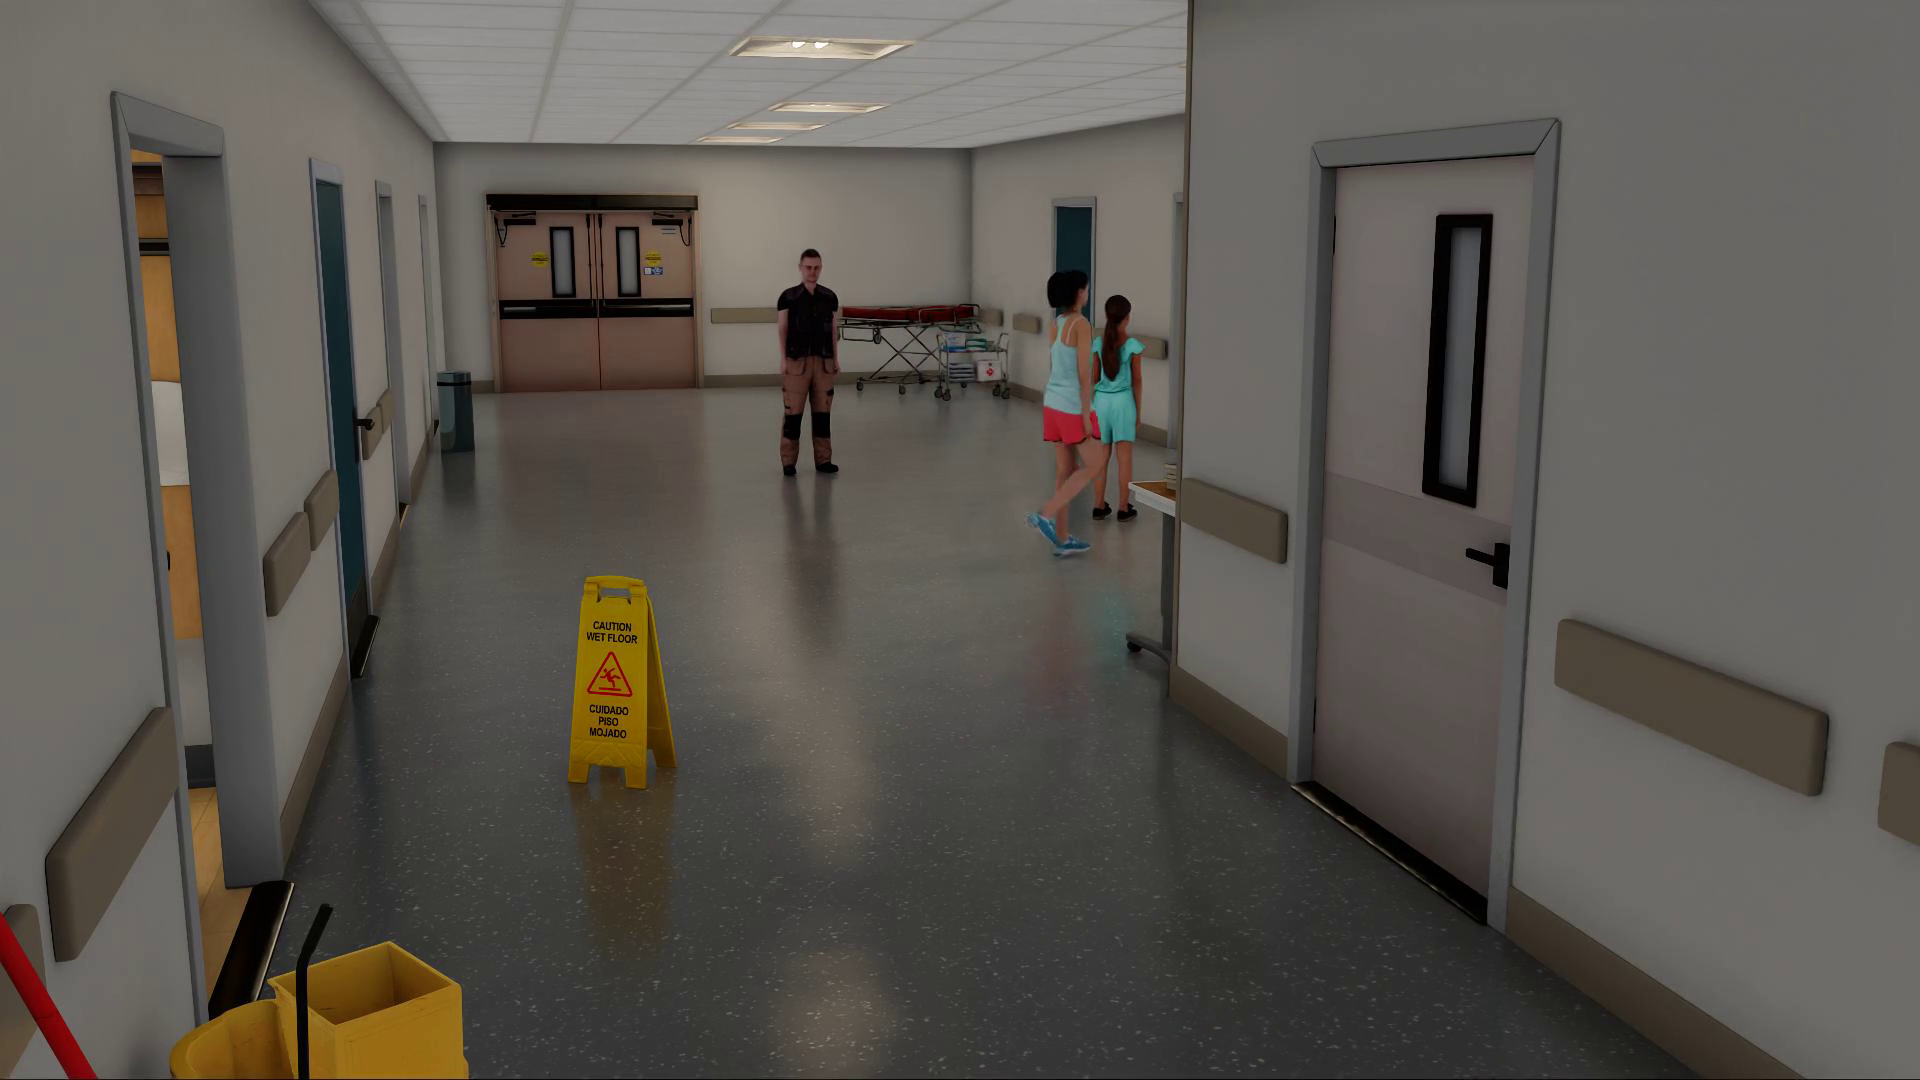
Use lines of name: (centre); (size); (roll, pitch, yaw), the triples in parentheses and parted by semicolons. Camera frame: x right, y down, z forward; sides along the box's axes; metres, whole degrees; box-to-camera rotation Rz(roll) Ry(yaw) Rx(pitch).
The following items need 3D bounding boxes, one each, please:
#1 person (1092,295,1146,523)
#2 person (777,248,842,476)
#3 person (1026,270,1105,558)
person: (1.070, -0.917, 11.522); (0.639, 1.558, 0.681); (4, 11, 20)
person: (-1.249, -1.475, 13.696); (0.711, 1.844, 0.631); (-5, 12, -23)
person: (0.600, -0.752, 10.129); (0.767, 1.753, 0.747); (-6, 12, -29)
